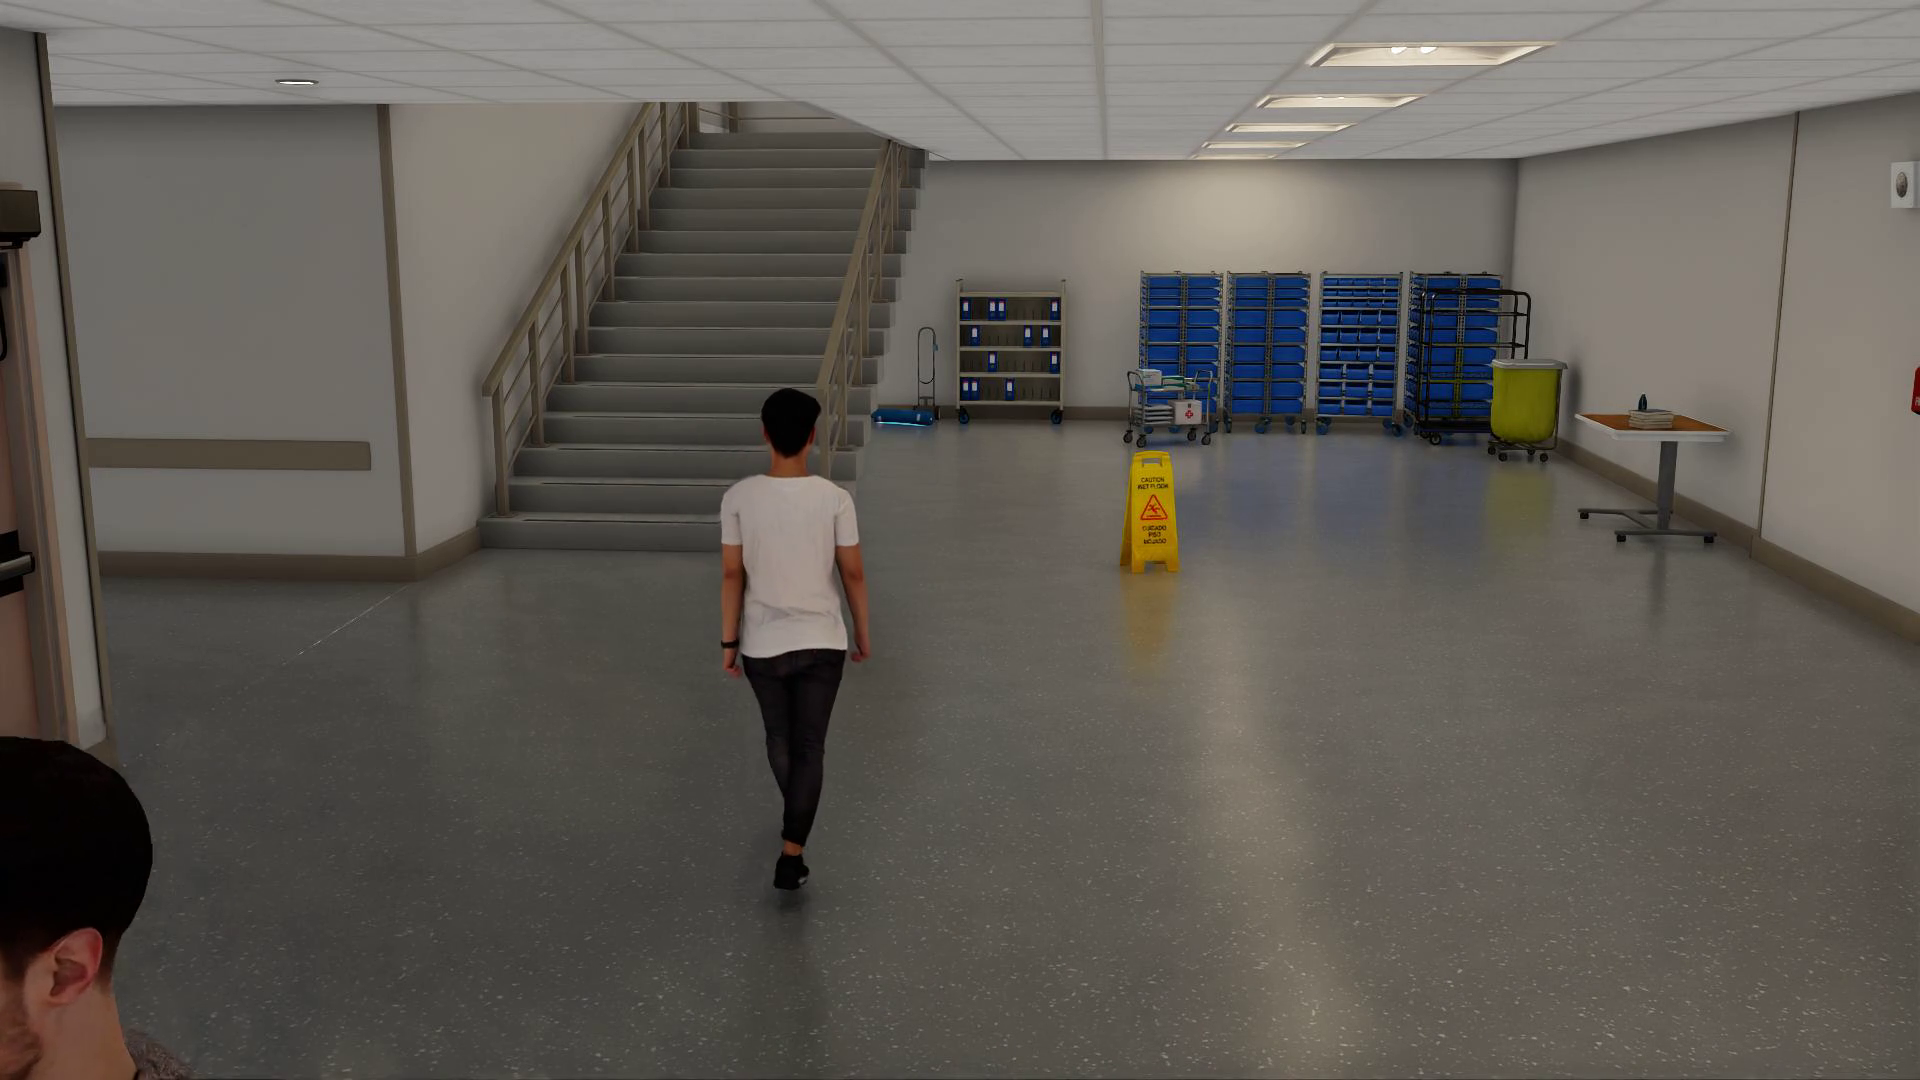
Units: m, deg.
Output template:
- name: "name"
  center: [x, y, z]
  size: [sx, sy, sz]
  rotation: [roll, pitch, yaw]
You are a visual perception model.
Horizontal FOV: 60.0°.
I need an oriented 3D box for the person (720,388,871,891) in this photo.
- name: "person"
  center: [-0.583, 0.364, 5.693]
  size: [0.673, 1.678, 1.088]
  rotation: [0, 11, 2]
